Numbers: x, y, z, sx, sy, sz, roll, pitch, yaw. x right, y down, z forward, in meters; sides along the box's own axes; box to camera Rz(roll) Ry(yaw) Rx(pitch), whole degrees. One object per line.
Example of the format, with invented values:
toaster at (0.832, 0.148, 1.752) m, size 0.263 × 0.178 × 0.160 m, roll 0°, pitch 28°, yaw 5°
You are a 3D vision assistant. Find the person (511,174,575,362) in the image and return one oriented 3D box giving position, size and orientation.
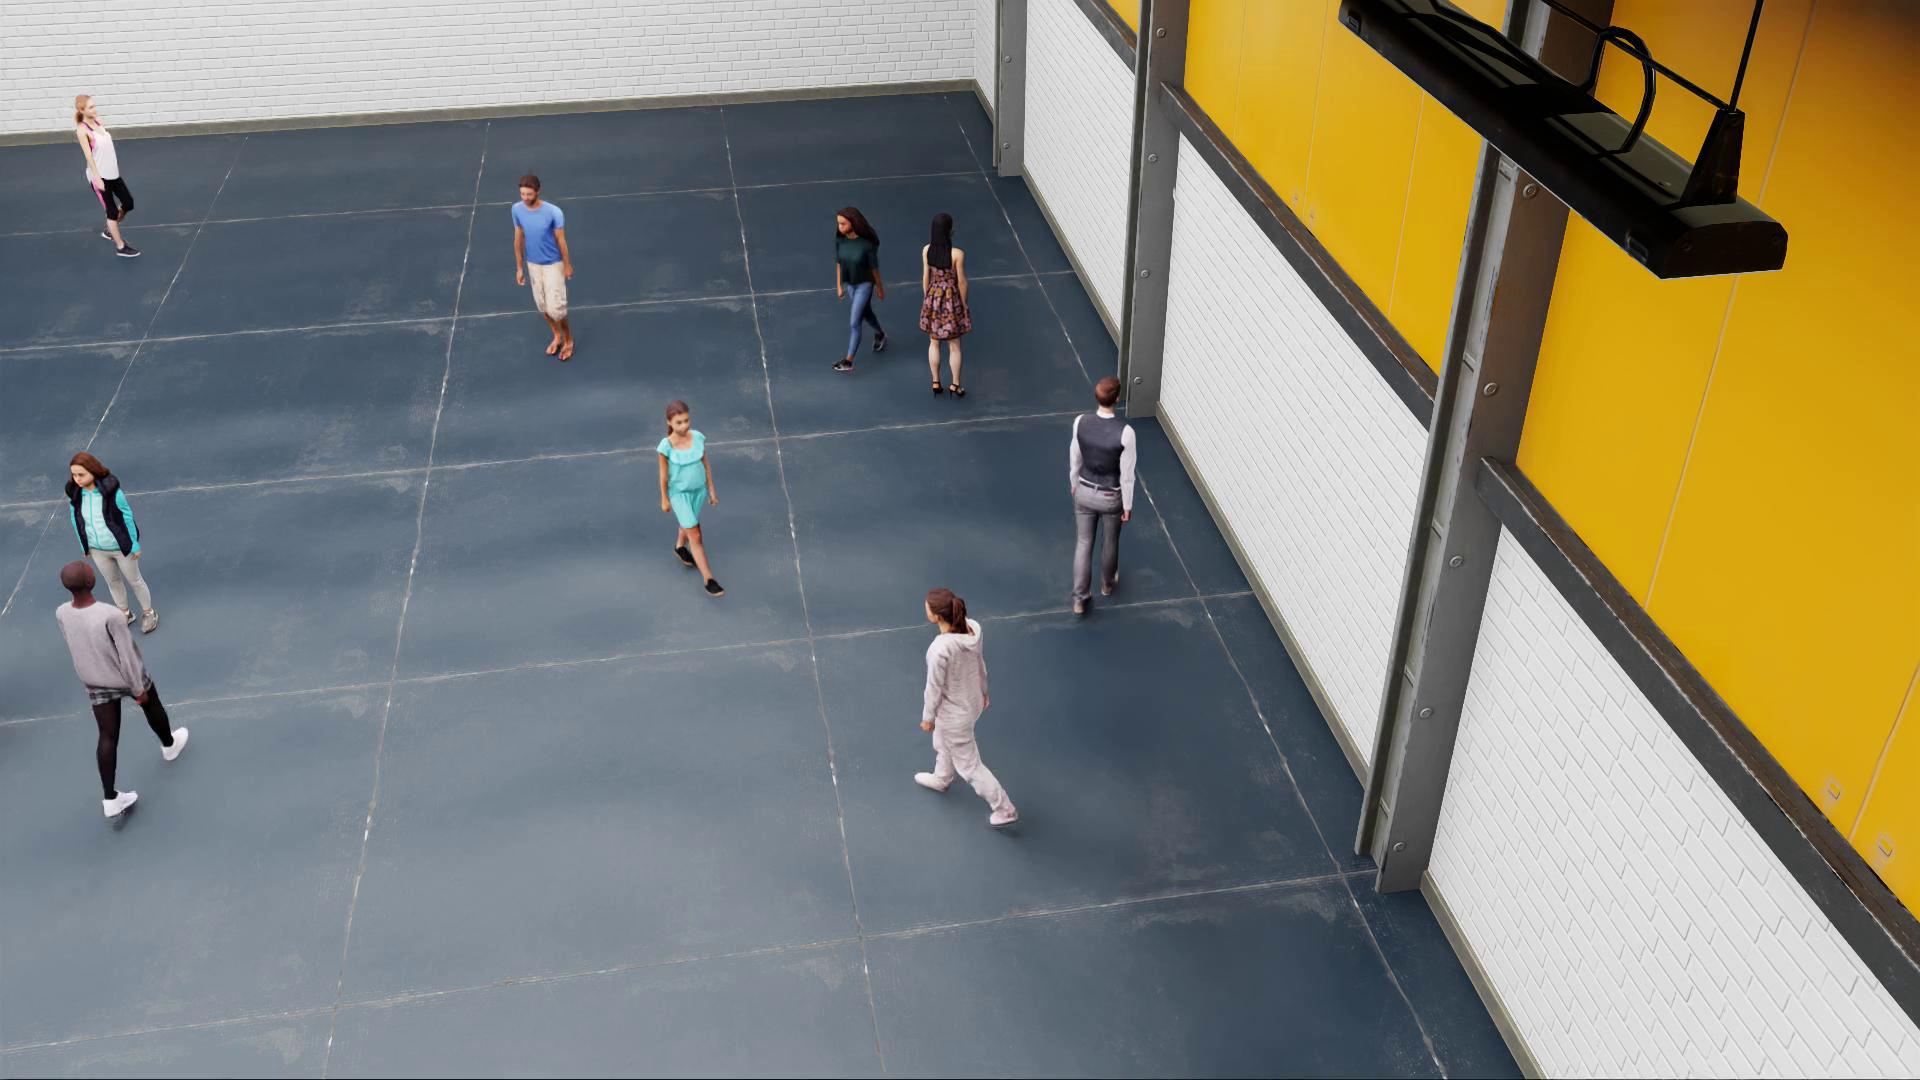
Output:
person at (-3.895, -2.644, 15.749) m, size 0.769 × 1.836 × 0.822 m, roll 9°, pitch 35°, yaw 13°

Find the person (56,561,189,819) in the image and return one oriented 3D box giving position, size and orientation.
person at (-5.372, 0.942, 10.445) m, size 0.827 × 1.735 × 1.206 m, roll 3°, pitch 34°, yaw 4°

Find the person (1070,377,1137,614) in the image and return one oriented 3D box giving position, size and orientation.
person at (0.999, -0.305, 12.150) m, size 0.944 × 1.926 × 1.037 m, roll 15°, pitch 36°, yaw 21°

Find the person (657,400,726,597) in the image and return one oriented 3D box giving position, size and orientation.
person at (-2.095, -0.381, 12.633) m, size 0.858 × 1.517 × 1.113 m, roll -22°, pitch 39°, yaw -29°

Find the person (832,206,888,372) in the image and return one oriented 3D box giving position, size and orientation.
person at (-0.888, -2.410, 15.637) m, size 1.086 × 1.572 × 1.154 m, roll 17°, pitch 37°, yaw 24°

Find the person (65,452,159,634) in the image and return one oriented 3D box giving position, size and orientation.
person at (-6.153, 0.013, 12.056) m, size 0.612 × 1.499 × 0.618 m, roll -1°, pitch 34°, yaw -1°

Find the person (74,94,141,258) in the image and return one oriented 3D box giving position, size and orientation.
person at (-9.141, -3.843, 17.607) m, size 0.775 × 1.777 × 0.714 m, roll 5°, pitch 34°, yaw 8°

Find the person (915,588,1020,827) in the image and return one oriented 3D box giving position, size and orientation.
person at (0.069, 1.074, 10.325) m, size 1.094 × 1.649 × 1.079 m, roll 18°, pitch 37°, yaw 24°

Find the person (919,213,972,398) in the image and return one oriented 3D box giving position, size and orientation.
person at (-0.134, -2.096, 14.981) m, size 0.797 × 1.774 × 0.838 m, roll 13°, pitch 36°, yaw 18°
